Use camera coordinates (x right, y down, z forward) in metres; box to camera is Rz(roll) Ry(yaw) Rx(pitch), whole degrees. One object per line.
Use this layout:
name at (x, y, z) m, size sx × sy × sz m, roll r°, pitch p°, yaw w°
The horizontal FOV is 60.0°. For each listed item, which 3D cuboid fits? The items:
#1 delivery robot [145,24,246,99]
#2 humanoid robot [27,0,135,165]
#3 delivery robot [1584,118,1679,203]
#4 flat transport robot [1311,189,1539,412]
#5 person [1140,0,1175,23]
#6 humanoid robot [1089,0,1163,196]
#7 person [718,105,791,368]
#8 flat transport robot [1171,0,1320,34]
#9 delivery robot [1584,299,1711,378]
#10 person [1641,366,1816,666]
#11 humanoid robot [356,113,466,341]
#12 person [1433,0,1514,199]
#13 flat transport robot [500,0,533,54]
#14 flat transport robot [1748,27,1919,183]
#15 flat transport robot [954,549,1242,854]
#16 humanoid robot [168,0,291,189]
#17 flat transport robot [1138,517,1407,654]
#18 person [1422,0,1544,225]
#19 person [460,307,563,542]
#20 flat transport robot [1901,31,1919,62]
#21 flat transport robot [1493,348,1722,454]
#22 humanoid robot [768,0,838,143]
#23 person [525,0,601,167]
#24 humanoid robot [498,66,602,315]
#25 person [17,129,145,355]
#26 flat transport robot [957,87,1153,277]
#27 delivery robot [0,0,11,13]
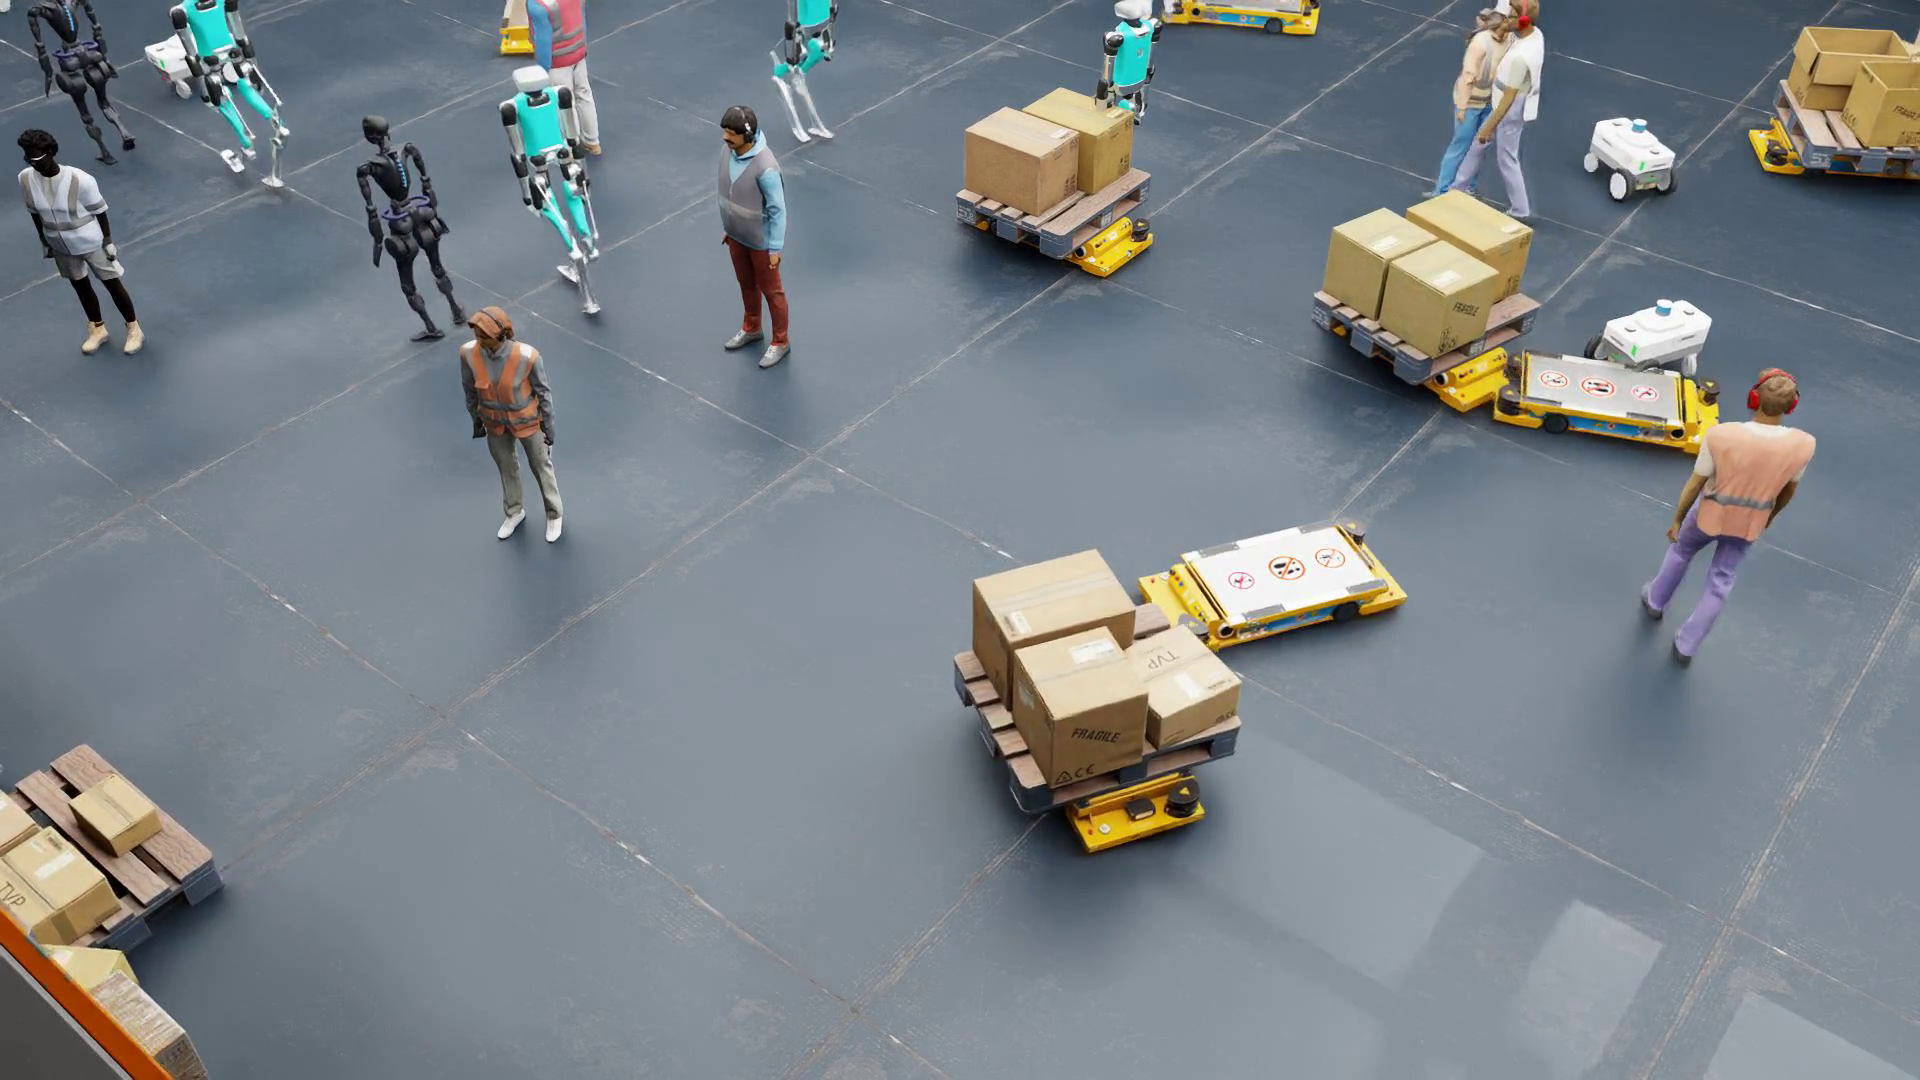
delivery robot at (-6.869, -4.347, 14.968) m, size 0.761 × 0.590 × 0.521 m, roll -31°, pitch 49°, yaw -32°
humanoid robot at (-7.144, -3.832, 13.504) m, size 0.422 × 1.647 × 0.589 m, roll 26°, pitch 47°, yaw 28°
delivery robot at (5.468, -3.105, 13.525) m, size 0.499 × 0.614 × 0.804 m, roll -11°, pitch 42°, yaw -13°
flat transport robot at (3.250, -1.413, 11.741) m, size 0.659 × 0.231 × 1.431 m, roll -24°, pitch 46°, yaw -26°
person at (1.882, -5.756, 15.620) m, size 0.572 × 1.870 × 0.406 m, roll -3°, pitch 40°, yaw -3°
humanoid robot at (1.133, -3.440, 12.886) m, size 0.533 × 1.680 × 0.735 m, roll -27°, pitch 47°, yaw -28°
person at (-1.391, -2.064, 11.263) m, size 0.548 × 1.877 × 0.406 m, roll 30°, pitch 49°, yaw 31°
flat transport robot at (2.765, -5.187, 16.180) m, size 1.431 × 0.231 × 0.659 m, roll 9°, pitch 41°, yaw 10°
delivery robot at (4.761, -1.356, 11.467) m, size 0.785 × 0.614 × 0.526 m, roll -17°, pitch 43°, yaw -18°
person at (4.180, -0.179, 9.088) m, size 0.578 × 1.817 × 0.726 m, roll 8°, pitch 41°, yaw 10°
humanoid robot at (-3.834, -2.178, 11.559) m, size 0.380 × 1.636 × 0.617 m, roll 24°, pitch 46°, yaw 25°
person at (4.063, -3.432, 13.021) m, size 0.519 × 1.688 × 0.391 m, roll -21°, pitch 45°, yaw -23°
flat transport robot at (-4.036, -5.072, 16.044) m, size 0.659 × 0.231 × 1.431 m, roll -4°, pitch 41°, yaw -5°
flat transport robot at (7.424, -3.259, 13.912) m, size 1.431 × 0.231 × 0.659 m, roll 6°, pitch 41°, yaw 6°
flat transport robot at (0.693, 1.015, 8.884) m, size 0.659 × 0.231 × 1.431 m, roll -14°, pitch 42°, yaw -16°
humanoid robot at (-5.682, -3.552, 13.109) m, size 0.970 × 1.728 × 0.530 m, roll 31°, pitch 49°, yaw 31°
flat transport robot at (1.834, 0.270, 9.760) m, size 1.431 × 0.231 × 0.659 m, roll -13°, pitch 42°, yaw -15°
person at (4.162, -3.288, 12.786) m, size 0.884 × 1.803 × 0.595 m, roll 10°, pitch 41°, yaw 12°
person at (-2.635, -0.681, 9.820) m, size 0.522 × 1.637 × 0.310 m, roll 5°, pitch 41°, yaw 6°
flat transport robot at (8.392, -3.676, 14.402) m, size 1.431 × 0.231 × 0.659 m, roll 0°, pitch 40°, yaw 0°
flat transport robot at (4.345, -0.933, 11.175) m, size 1.431 × 0.231 × 0.659 m, roll 11°, pitch 41°, yaw 12°
humanoid robot at (-1.348, -4.109, 13.771) m, size 0.754 × 1.770 × 0.541 m, roll 31°, pitch 49°, yaw 31°
person at (-3.240, -3.920, 13.476) m, size 0.429 × 1.841 × 0.633 m, roll 16°, pitch 43°, yaw 18°
humanoid robot at (-2.758, -2.396, 11.774) m, size 0.544 × 1.760 × 0.970 m, roll -25°, pitch 46°, yaw -26°
person at (-6.022, -2.026, 11.358) m, size 0.538 × 1.695 × 0.318 m, roll 2°, pitch 40°, yaw 3°
flat transport robot at (0.735, -2.484, 13.000) m, size 1.431 × 0.231 × 0.659 m, roll 27°, pitch 47°, yaw 28°
delivery robot at (-9.733, -5.362, 16.178) m, size 0.815 × 0.612 × 0.499 m, roll -21°, pitch 45°, yaw -23°
